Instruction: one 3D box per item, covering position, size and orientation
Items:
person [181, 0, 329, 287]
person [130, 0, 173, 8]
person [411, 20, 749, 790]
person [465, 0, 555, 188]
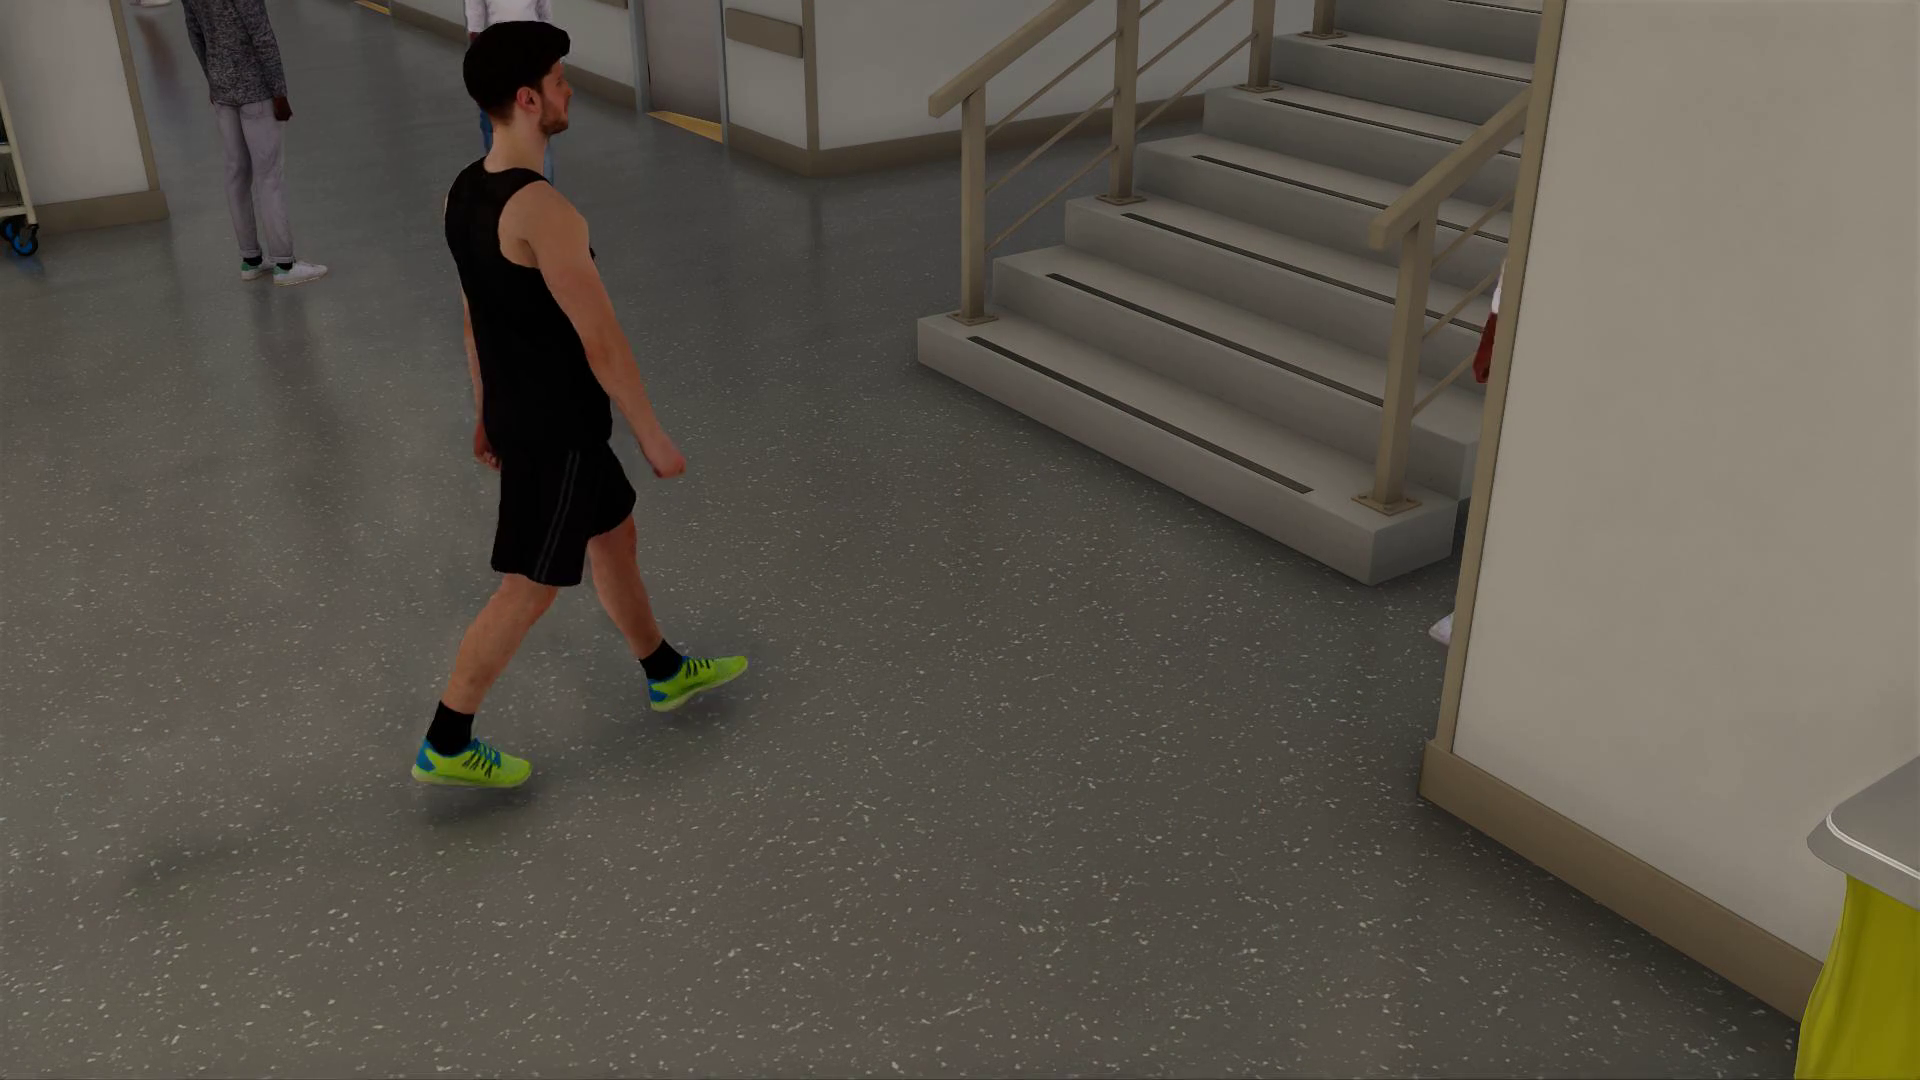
[{"bbox_3d":[-3.463,-2.161,8.009,0.757,1.839,0.714,14,29,27],"label":"person"},{"bbox_3d":[-8.272,-6.277,16.571,0.768,1.815,0.701,21,33,37],"label":"person"},{"bbox_3d":[-1.065,-0.235,4.001,1.177,1.850,0.684,-17,30,-31],"label":"person"},{"bbox_3d":[-2.345,-2.534,8.832,0.689,1.796,0.757,-12,28,-23],"label":"person"}]
